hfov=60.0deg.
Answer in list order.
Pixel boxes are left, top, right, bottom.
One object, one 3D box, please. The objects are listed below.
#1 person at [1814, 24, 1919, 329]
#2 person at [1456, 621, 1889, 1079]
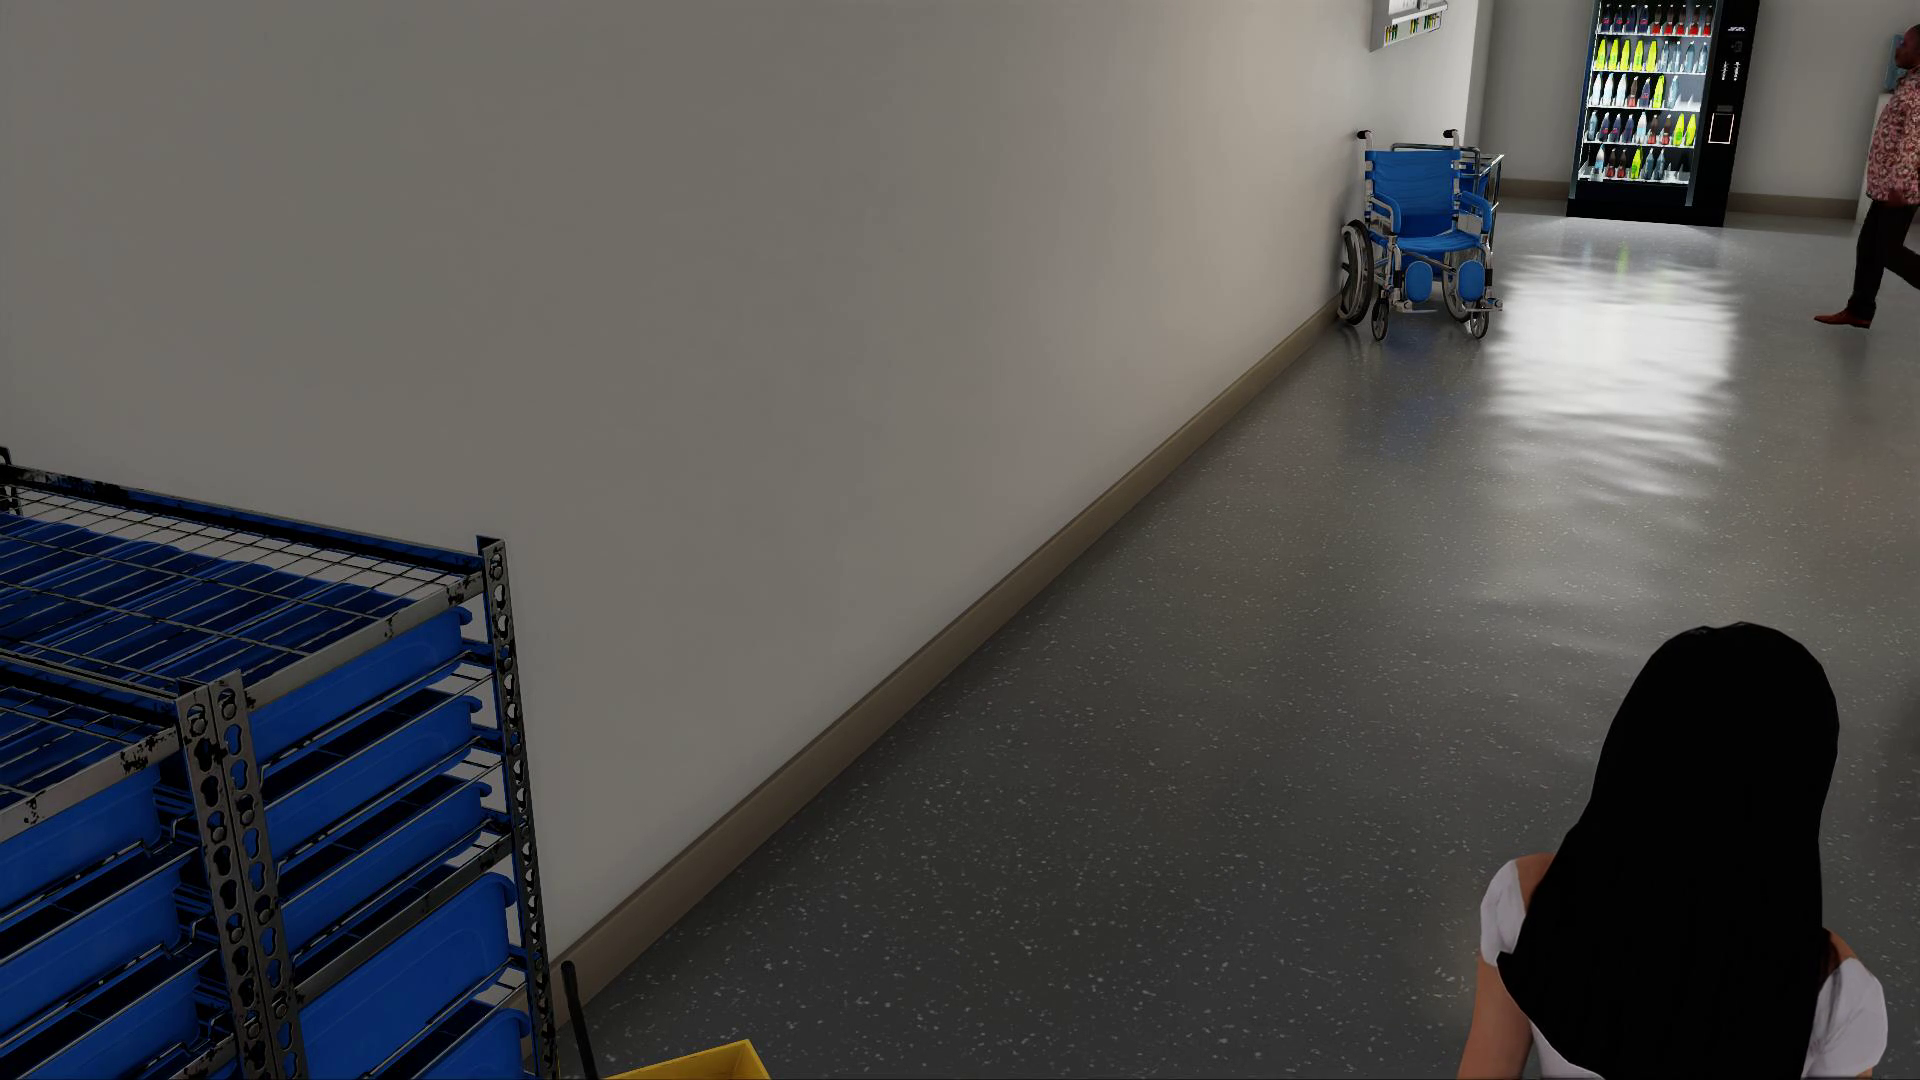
[{"bbox_3d":[5.632,-2.081,9.781,1.010,1.781,0.697,11,23,26],"label":"person"},{"bbox_3d":[0.744,0.913,1.885,0.623,1.775,0.750,14,25,32],"label":"person"}]
